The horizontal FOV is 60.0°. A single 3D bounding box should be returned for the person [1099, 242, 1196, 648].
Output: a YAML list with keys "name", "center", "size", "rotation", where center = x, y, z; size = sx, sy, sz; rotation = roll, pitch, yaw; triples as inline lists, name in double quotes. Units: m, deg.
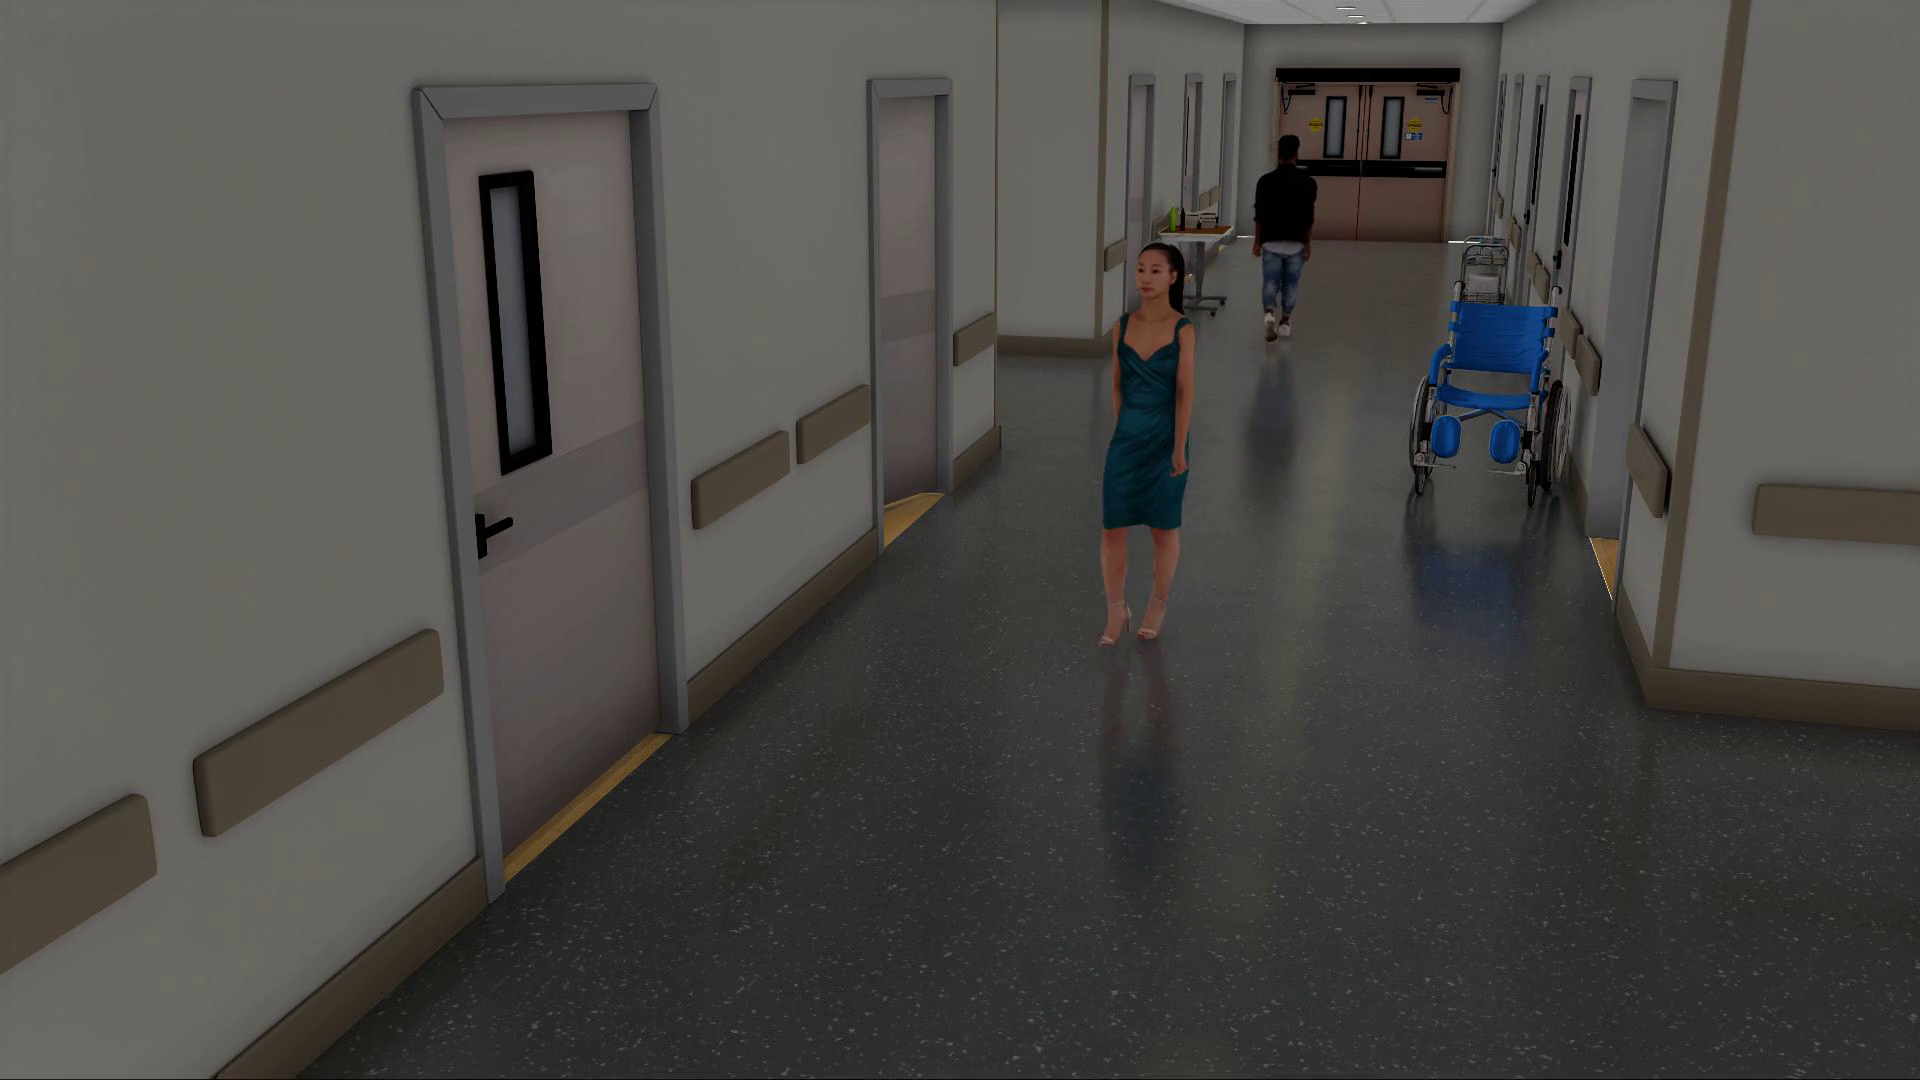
- name: "person"
  center: [0.826, -0.380, 6.901]
  size: [0.628, 1.670, 0.710]
  rotation: [8, 18, 26]

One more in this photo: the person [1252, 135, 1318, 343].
- name: "person"
  center: [2.849, -2.637, 14.697]
  size: [0.707, 1.784, 1.087]
  rotation: [4, 16, 12]
